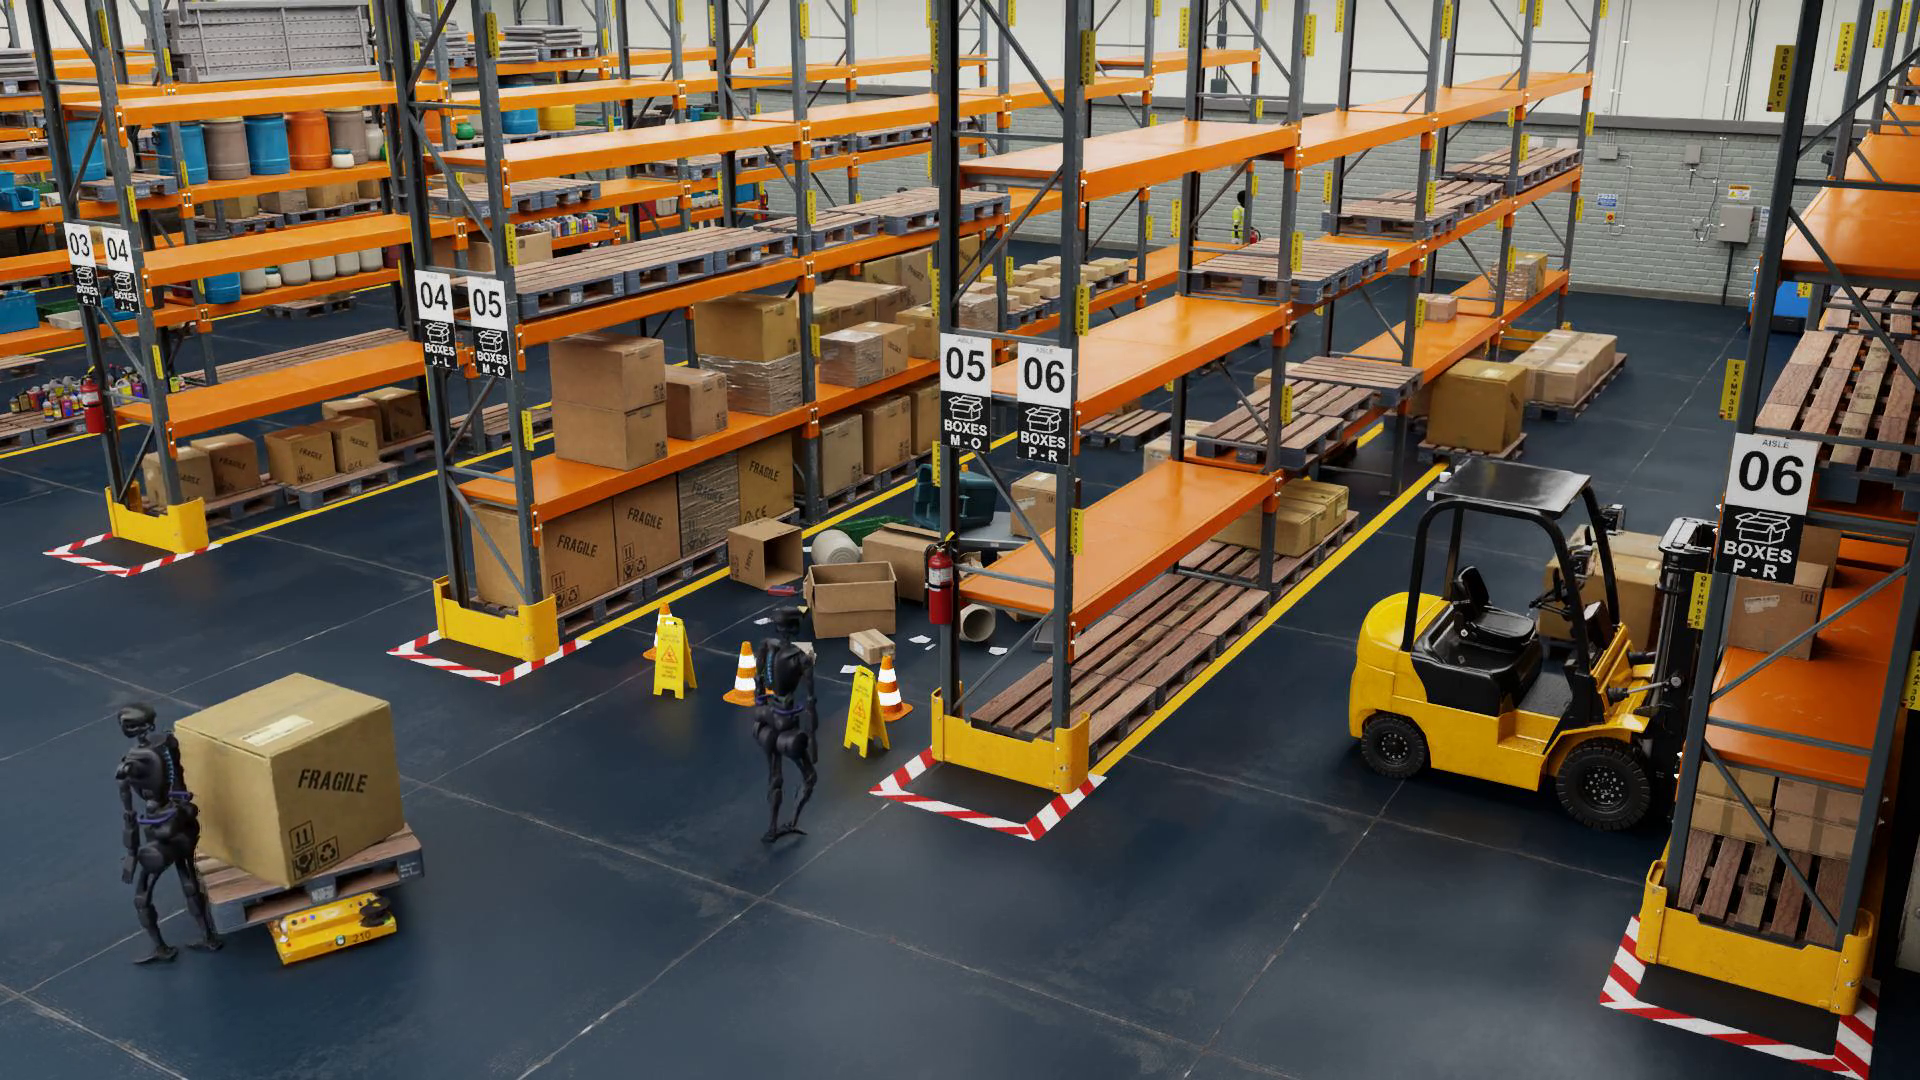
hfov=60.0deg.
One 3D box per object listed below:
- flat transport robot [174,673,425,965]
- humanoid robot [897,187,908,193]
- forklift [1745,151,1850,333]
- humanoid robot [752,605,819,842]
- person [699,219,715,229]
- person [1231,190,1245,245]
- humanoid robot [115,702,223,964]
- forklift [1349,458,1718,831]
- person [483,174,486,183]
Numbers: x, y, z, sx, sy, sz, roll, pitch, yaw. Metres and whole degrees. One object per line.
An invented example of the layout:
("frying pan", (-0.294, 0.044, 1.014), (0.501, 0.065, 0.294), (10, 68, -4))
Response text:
("flat transport robot", (-4.067, 2.155, 10.384), (0.659, 0.231, 1.431), (-12, 22, -31))
("humanoid robot", (-1.008, -5.802, 31.240), (0.408, 1.637, 0.598), (-5, 20, -14))
("forklift", (13.620, -4.667, 26.137), (1.873, 2.768, 1.129), (11, 22, 29))
("humanoid robot", (-1.181, 1.215, 10.961), (0.600, 1.643, 0.357), (15, 24, 37))
("person", (-5.314, -7.012, 34.720), (0.490, 1.688, 0.348), (-6, 20, -17))
("person", (5.149, -5.554, 30.480), (0.318, 1.699, 0.536), (12, 22, 31))
("humanoid robot", (-4.634, 1.674, 9.626), (0.428, 1.643, 0.588), (2, 19, 7))
("forklift", (3.988, 0.658, 11.776), (2.313, 2.155, 1.214), (11, 22, 29))
("person", (-10.312, -7.750, 36.695), (0.337, 1.794, 0.507), (5, 20, 14))
